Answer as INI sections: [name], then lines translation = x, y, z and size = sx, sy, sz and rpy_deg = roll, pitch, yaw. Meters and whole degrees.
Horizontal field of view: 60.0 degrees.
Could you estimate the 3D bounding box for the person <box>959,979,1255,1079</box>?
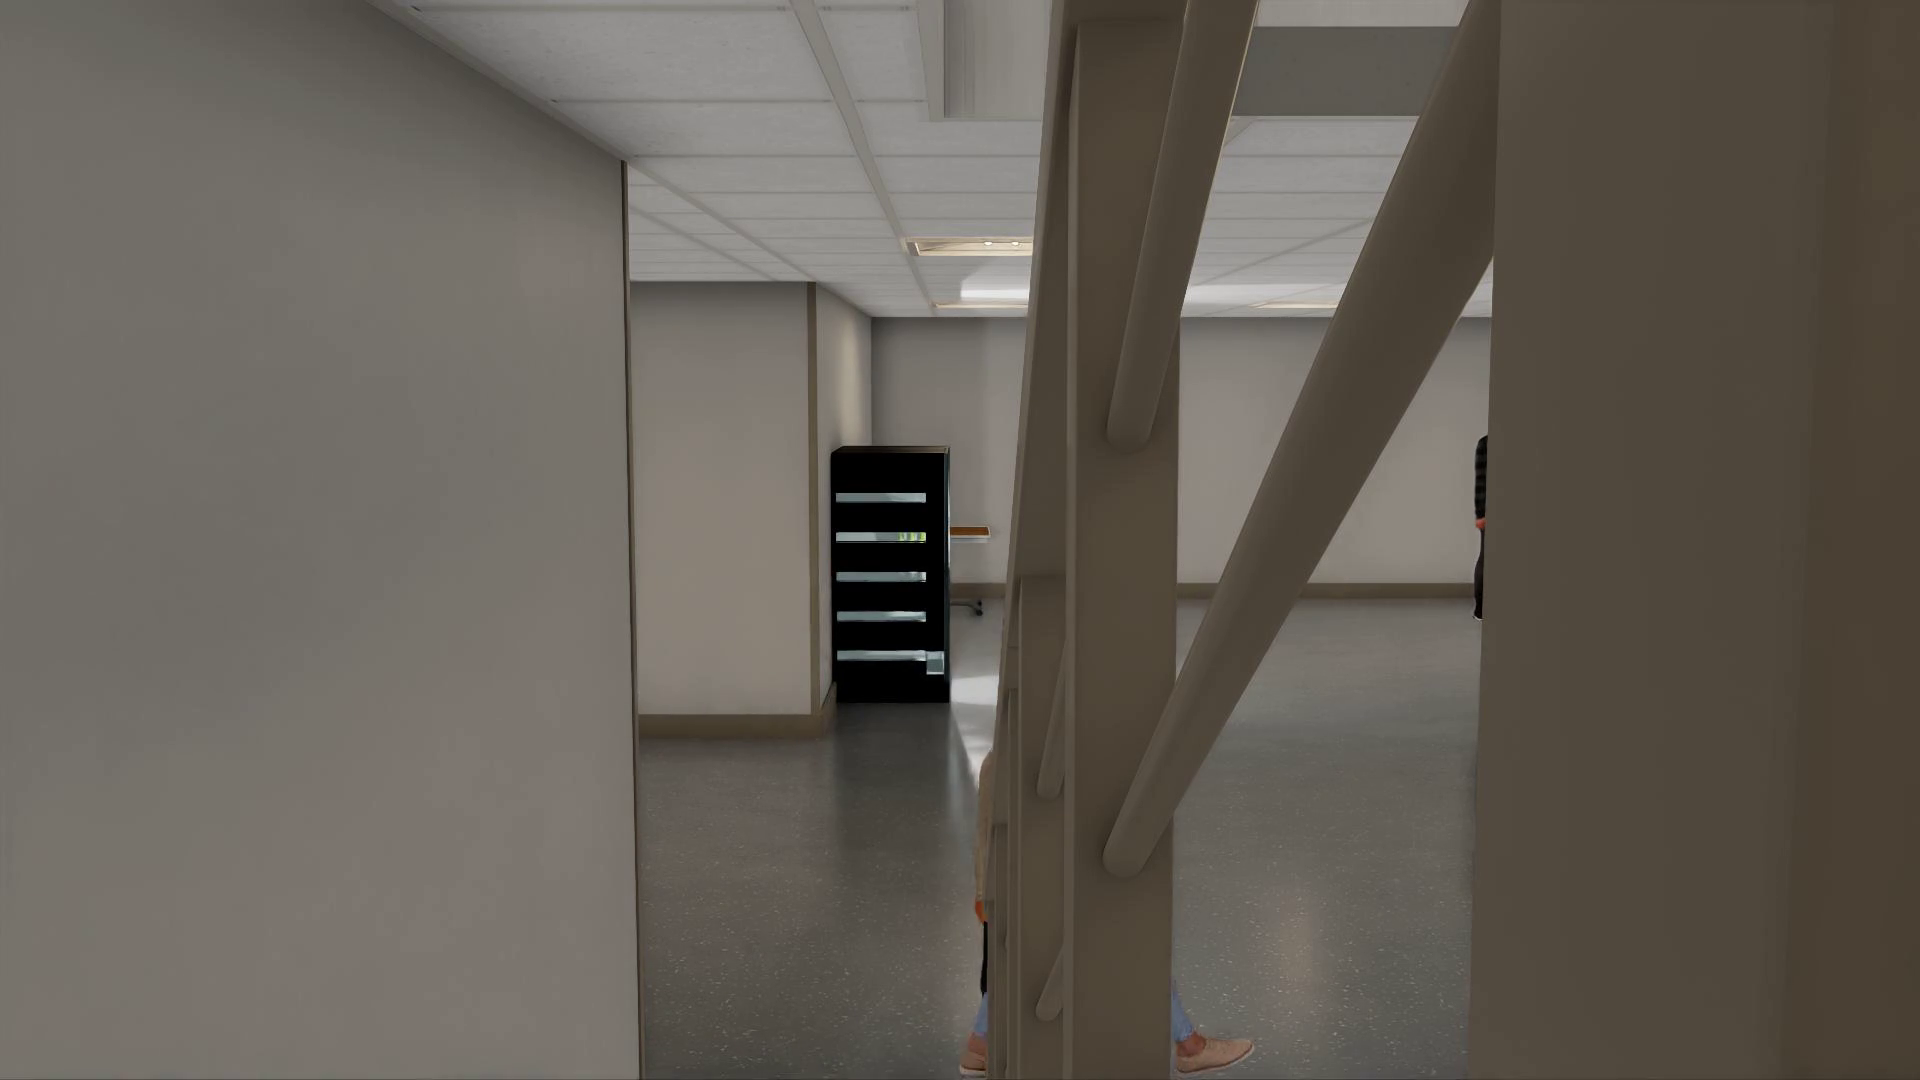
[person]
translation = 0.333, 0.989, 5.492
size = 0.754, 1.739, 1.176
rpy_deg = -1, 6, -6
